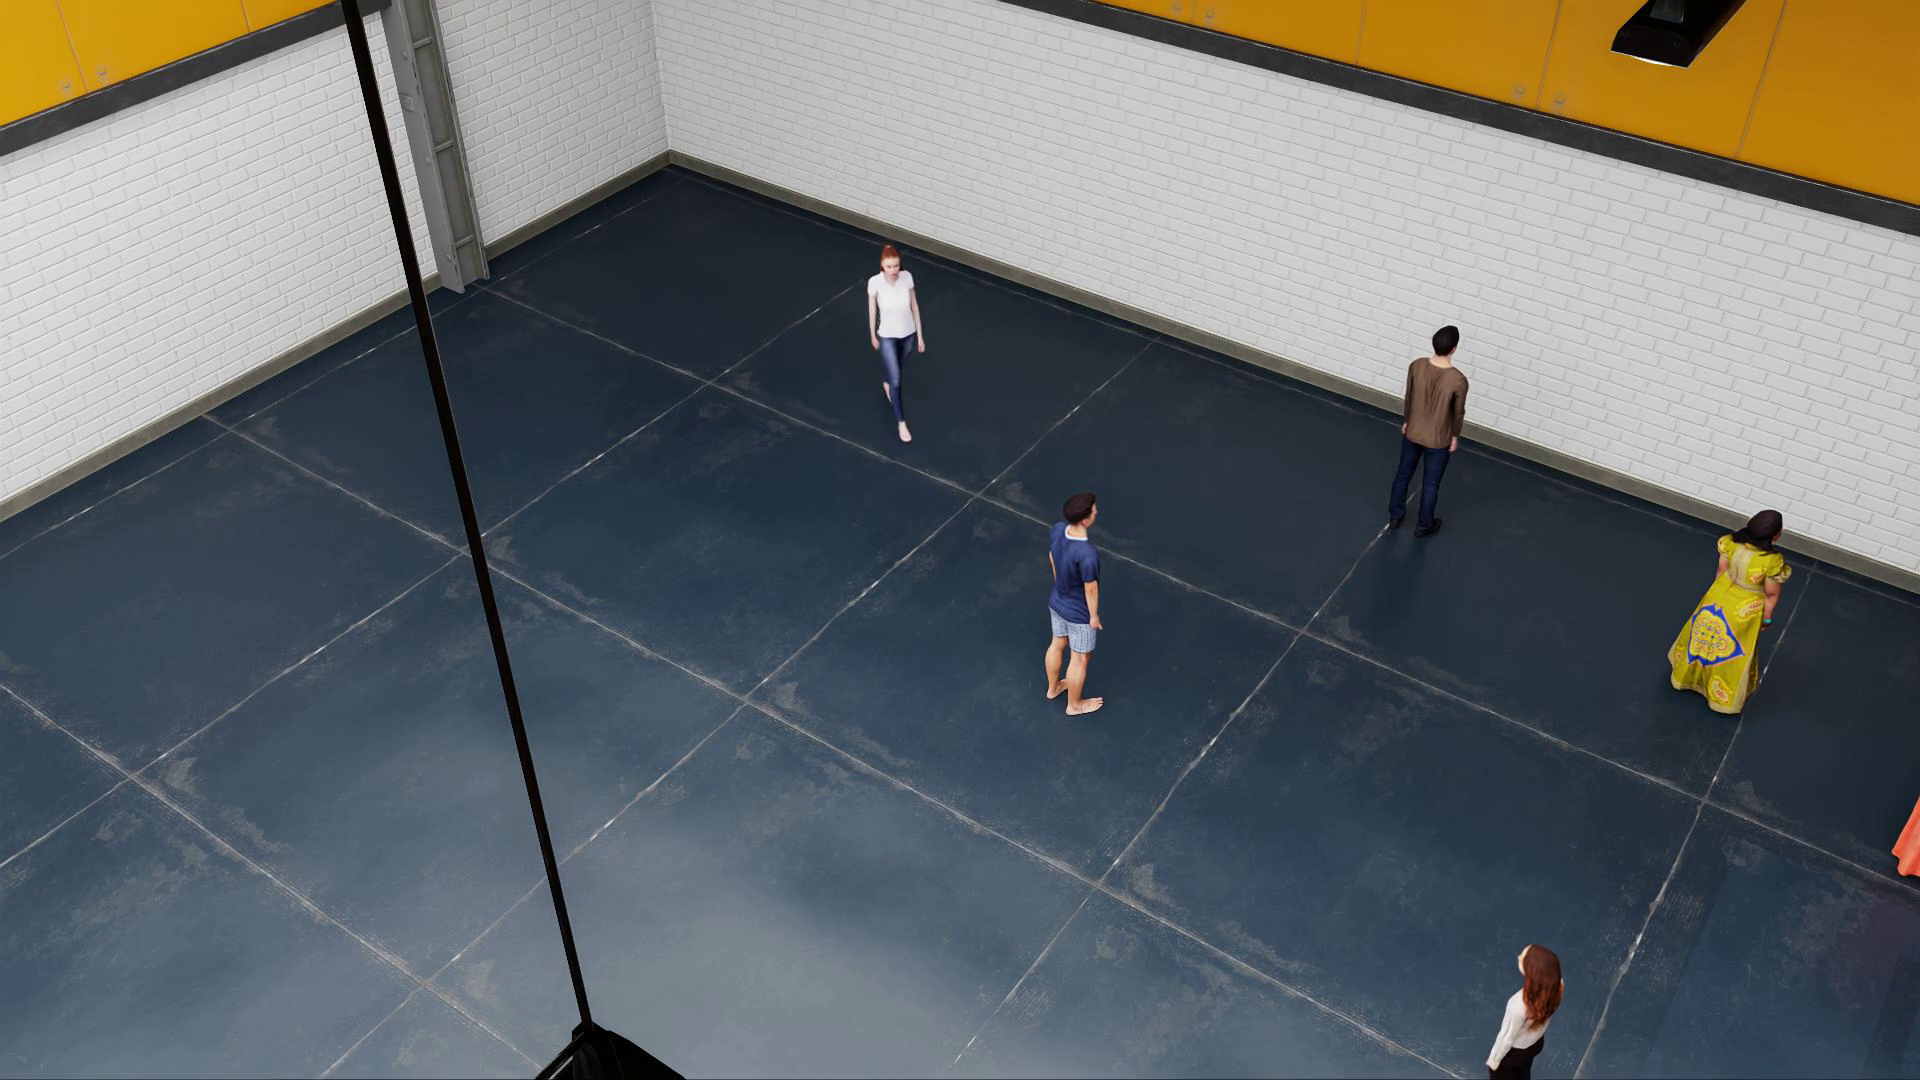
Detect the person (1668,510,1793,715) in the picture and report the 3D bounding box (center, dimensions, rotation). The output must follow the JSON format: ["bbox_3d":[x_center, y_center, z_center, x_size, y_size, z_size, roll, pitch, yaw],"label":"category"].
[{"bbox_3d":[5.419,0.467,11.595,0.941,1.660,0.968,-22,44,-25],"label":"person"}]

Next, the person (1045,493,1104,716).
[{"bbox_3d":[0.782,0.439,11.479,0.676,1.849,0.690,-23,44,-26],"label":"person"}]

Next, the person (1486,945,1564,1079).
[{"bbox_3d":[3.020,2.698,8.944,0.515,1.483,0.659,-25,45,-27],"label":"person"}]

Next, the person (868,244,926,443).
[{"bbox_3d":[-0.573,-1.800,14.404,1.137,1.698,1.059,-13,40,-16],"label":"person"}]

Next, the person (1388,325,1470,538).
[{"bbox_3d":[3.680,-0.849,13.060,0.650,1.888,0.568,26,45,28],"label":"person"}]
